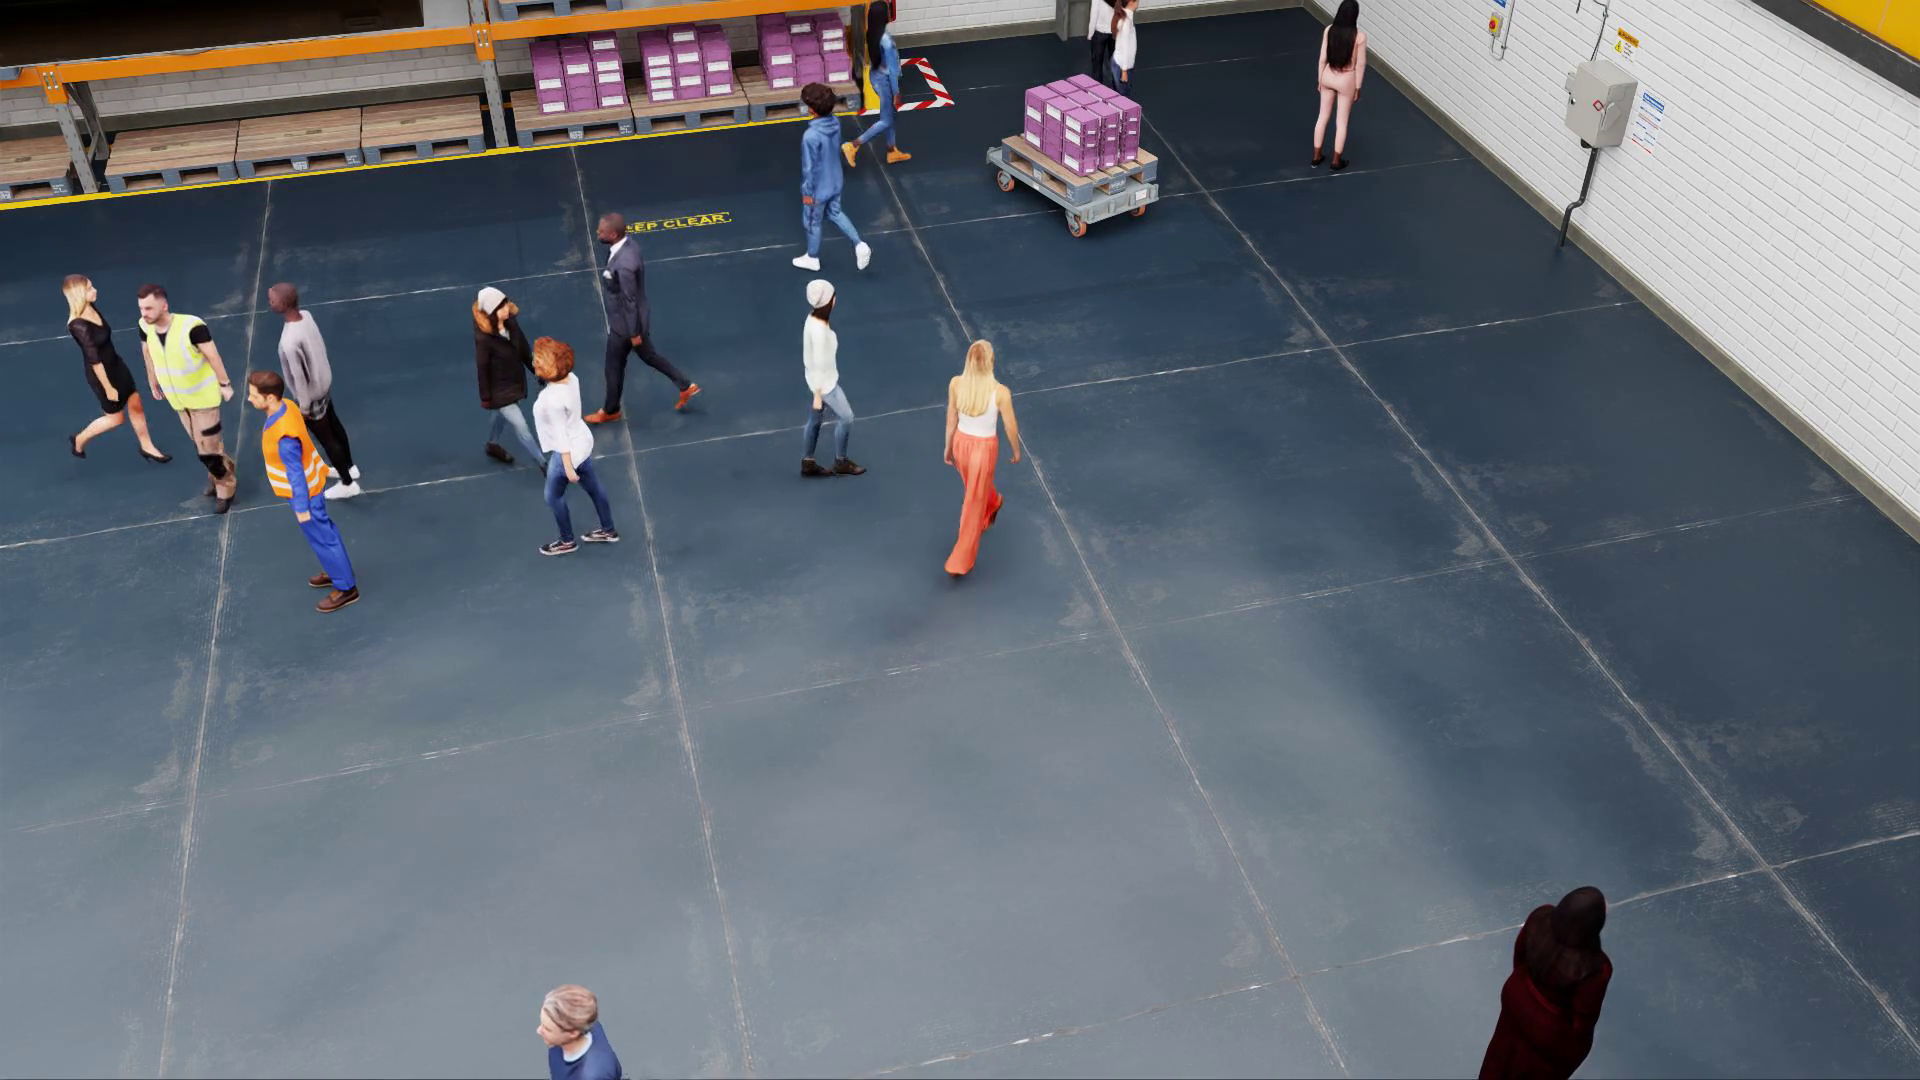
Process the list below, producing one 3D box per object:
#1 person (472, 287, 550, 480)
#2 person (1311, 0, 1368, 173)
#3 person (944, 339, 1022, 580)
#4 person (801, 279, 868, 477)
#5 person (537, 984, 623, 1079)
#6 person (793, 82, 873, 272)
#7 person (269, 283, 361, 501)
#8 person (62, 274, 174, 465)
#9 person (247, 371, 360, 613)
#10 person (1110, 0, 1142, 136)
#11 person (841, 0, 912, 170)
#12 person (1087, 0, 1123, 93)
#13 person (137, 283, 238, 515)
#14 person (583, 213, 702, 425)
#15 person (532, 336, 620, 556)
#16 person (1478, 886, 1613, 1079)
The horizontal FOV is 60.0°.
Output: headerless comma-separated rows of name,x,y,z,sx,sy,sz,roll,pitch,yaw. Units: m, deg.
person,-3.452,-1.177,12.393,1.149,1.590,0.994,12,40,15
person,3.744,-4.501,16.451,0.694,1.720,0.729,25,45,28
person,0.064,-0.504,11.418,1.176,1.755,1.222,18,42,22
person,-1.109,-1.170,12.354,0.745,1.629,0.636,-5,39,-6
person,-1.552,2.599,7.460,1.089,1.845,0.813,-18,42,-21
person,-1.156,-3.159,14.715,1.112,1.790,1.061,21,43,24
person,-4.706,-1.093,12.142,0.632,1.772,0.683,0,39,0
person,-6.426,-1.199,12.367,0.943,1.657,0.626,-6,39,-7
person,-4.394,-0.352,11.144,0.669,1.861,0.724,-17,42,-20
person,1.587,-4.865,17.055,0.911,1.535,0.706,4,39,4
person,-0.828,-4.441,16.400,1.034,1.690,0.690,-15,41,-18
person,1.561,-5.368,17.553,0.525,1.701,0.698,-14,41,-17
person,-5.548,-1.110,12.119,0.929,1.827,0.977,8,39,10
person,-2.484,-1.705,12.888,1.217,1.798,0.813,-4,39,-5
person,-2.631,-0.650,11.652,0.877,1.691,0.799,5,39,6
person,2.791,2.268,7.945,0.643,1.757,0.692,-15,41,-18
